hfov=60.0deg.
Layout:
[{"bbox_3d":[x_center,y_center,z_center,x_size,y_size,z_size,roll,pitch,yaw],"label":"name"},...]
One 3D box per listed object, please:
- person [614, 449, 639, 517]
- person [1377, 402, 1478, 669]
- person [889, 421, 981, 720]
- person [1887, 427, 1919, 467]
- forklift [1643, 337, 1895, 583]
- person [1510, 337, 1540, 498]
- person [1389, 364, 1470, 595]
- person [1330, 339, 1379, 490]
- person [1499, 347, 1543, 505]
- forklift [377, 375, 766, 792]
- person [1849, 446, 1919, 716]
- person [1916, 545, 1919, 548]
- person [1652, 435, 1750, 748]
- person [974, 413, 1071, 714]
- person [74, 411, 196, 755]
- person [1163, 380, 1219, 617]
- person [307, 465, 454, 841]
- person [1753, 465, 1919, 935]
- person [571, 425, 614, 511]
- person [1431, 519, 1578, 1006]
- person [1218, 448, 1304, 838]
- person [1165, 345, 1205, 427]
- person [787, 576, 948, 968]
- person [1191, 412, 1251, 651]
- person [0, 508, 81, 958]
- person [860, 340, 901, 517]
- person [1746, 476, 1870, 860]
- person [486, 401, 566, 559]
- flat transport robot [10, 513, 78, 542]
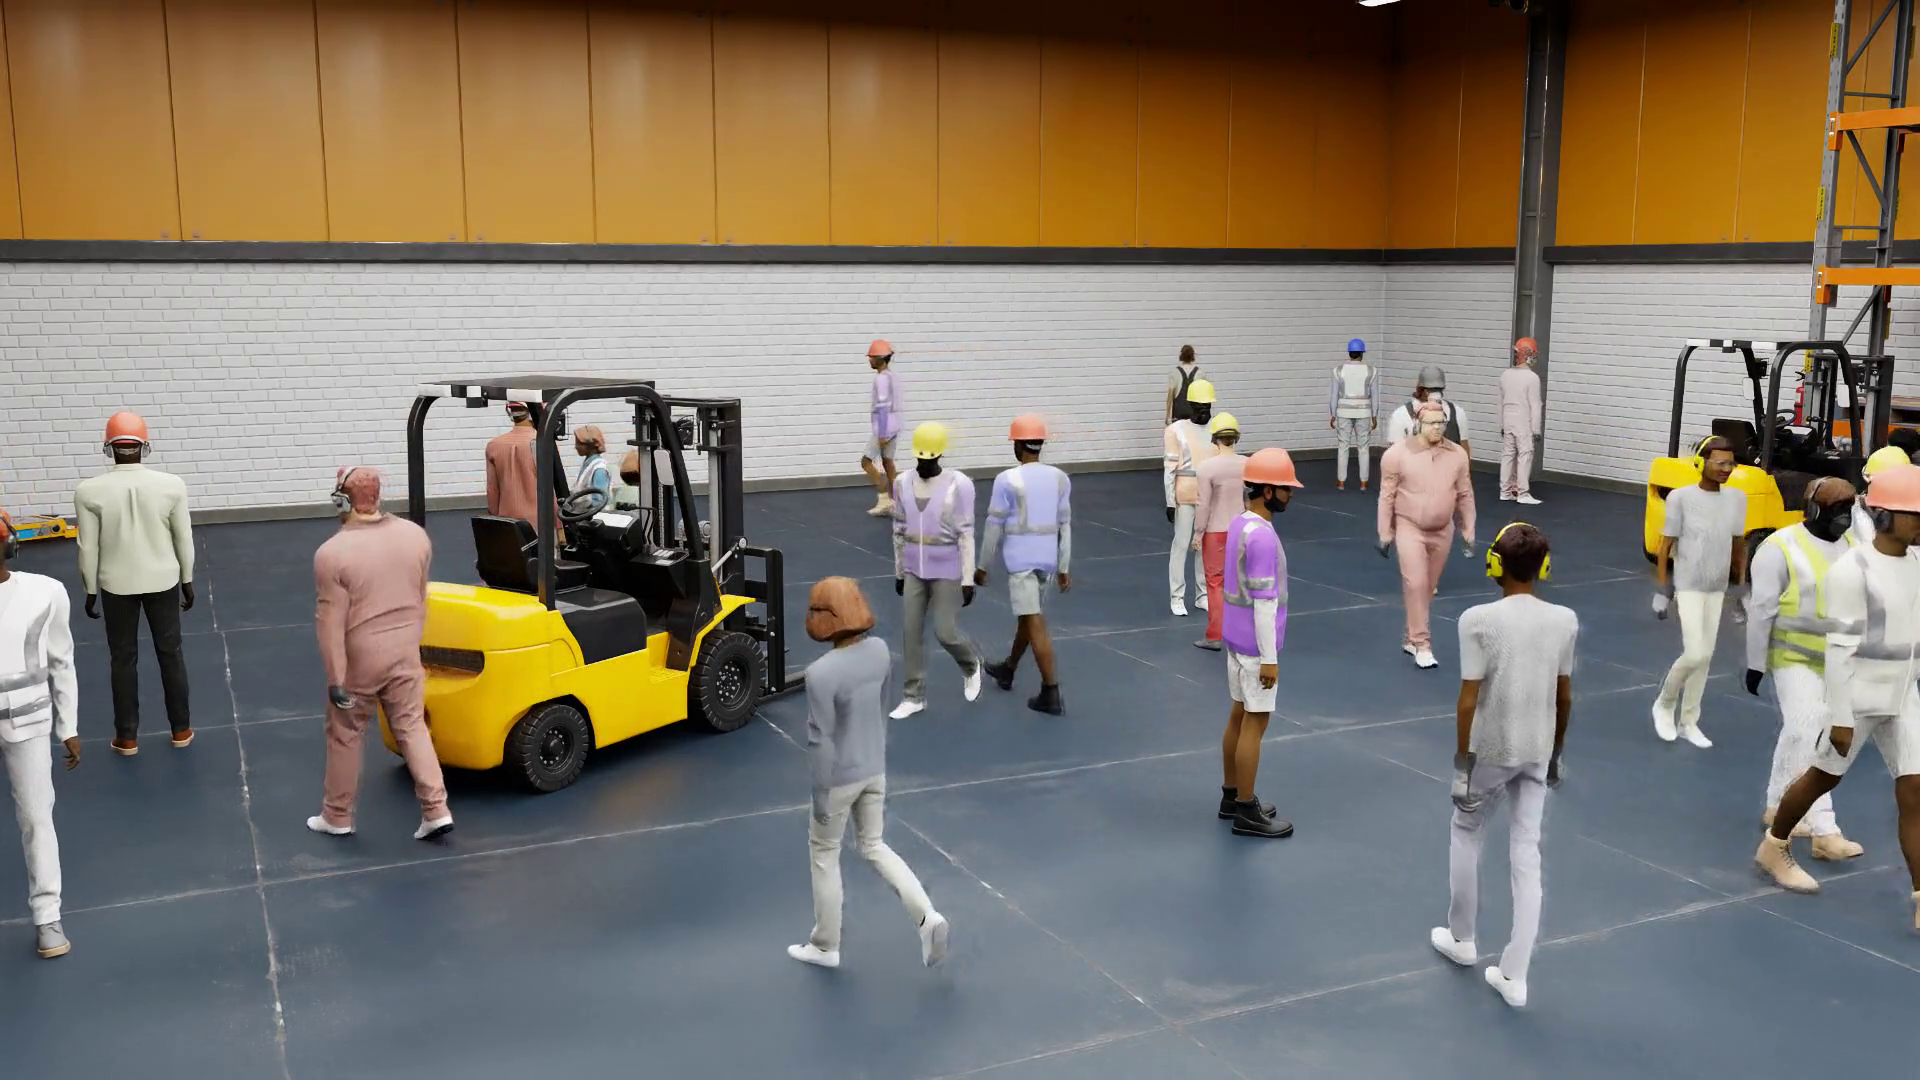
[{"bbox_3d":[-2.266,0.166,11.430,0.838,1.593,0.535,-6,11,-32],"label":"person"},{"bbox_3d":[3.345,-0.026,11.742,0.670,1.871,0.892,-2,9,-11],"label":"person"},{"bbox_3d":[-0.131,0.177,10.453,0.637,1.894,0.652,5,11,30],"label":"person"},{"bbox_3d":[6.780,0.014,12.108,0.551,1.667,0.508,-5,11,-29],"label":"person"},{"bbox_3d":[7.551,-0.789,15.507,2.313,2.155,1.214,-4,10,-25],"label":"forklift"},{"bbox_3d":[6.929,-1.506,20.576,0.380,1.993,0.610,2,9,10],"label":"person"},{"bbox_3d":[4.149,-0.593,14.761,0.681,2.000,0.962,-1,9,-7],"label":"person"},{"bbox_3d":[5.059,-1.608,21.356,0.609,1.943,0.402,2,9,13],"label":"person"},{"bbox_3d":[6.798,-1.384,20.123,0.398,1.898,0.695,-4,10,-21],"label":"person"},{"bbox_3d":[-2.268,0.149,9.685,1.214,2.155,2.313,6,11,32],"label":"forklift"},{"bbox_3d":[5.345,0.358,9.648,0.603,1.785,0.925,-2,9,-13],"label":"person"},{"bbox_3d":[6.647,0.207,11.188,0.489,1.592,0.849,-1,9,-5],"label":"person"},{"bbox_3d":[4.370,0.307,9.753,0.504,1.856,0.405,-2,9,-12],"label":"person"},{"bbox_3d":[0.394,0.126,10.755,0.565,1.882,0.978,-6,11,-34],"label":"person"},{"bbox_3d":[-4.776,0.250,9.673,0.611,1.995,0.380,-6,11,-33],"label":"person"},{"bbox_3d":[1.941,-0.345,13.576,0.585,1.927,0.366,-4,10,-21],"label":"person"},{"bbox_3d":[-2.859,0.563,8.123,0.759,1.894,0.648,7,12,38],"label":"person"},{"bbox_3d":[3.921,0.661,7.146,0.624,1.992,1.076,-4,10,-23],"label":"person"},{"bbox_3d":[-2.822,-0.066,12.772,0.334,1.634,0.522,-4,10,-25],"label":"person"},{"bbox_3d":[2.123,0.828,6.545,0.540,1.838,0.788,-1,9,-6],"label":"person"},{"bbox_3d":[1.503,0.503,8.289,0.372,1.933,0.552,-1,9,-4],"label":"person"},{"bbox_3d":[3.019,-1.715,22.428,0.550,1.815,0.821,0,9,-2],"label":"person"},{"bbox_3d":[-0.390,0.940,6.554,0.643,1.613,0.508,7,11,37],"label":"person"},{"bbox_3d":[1.949,-0.061,12.320,0.533,1.766,0.318,-4,10,-25],"label":"person"},{"bbox_3d":[-3.879,0.781,6.717,0.572,1.886,0.358,-5,10,-26],"label":"person"},{"bbox_3d":[-0.901,-1.255,18.897,0.527,2.025,0.647,2,9,11],"label":"person"},{"bbox_3d":[4.193,0.614,7.972,0.654,1.811,0.848,-3,10,-17],"label":"person"},{"bbox_3d":[-3.088,-0.111,11.945,0.610,1.986,0.392,3,10,17],"label":"person"},{"bbox_3d":[-9.858,-0.081,17.062,0.652,0.197,1.431,6,11,34],"label":"flat transport robot"}]
